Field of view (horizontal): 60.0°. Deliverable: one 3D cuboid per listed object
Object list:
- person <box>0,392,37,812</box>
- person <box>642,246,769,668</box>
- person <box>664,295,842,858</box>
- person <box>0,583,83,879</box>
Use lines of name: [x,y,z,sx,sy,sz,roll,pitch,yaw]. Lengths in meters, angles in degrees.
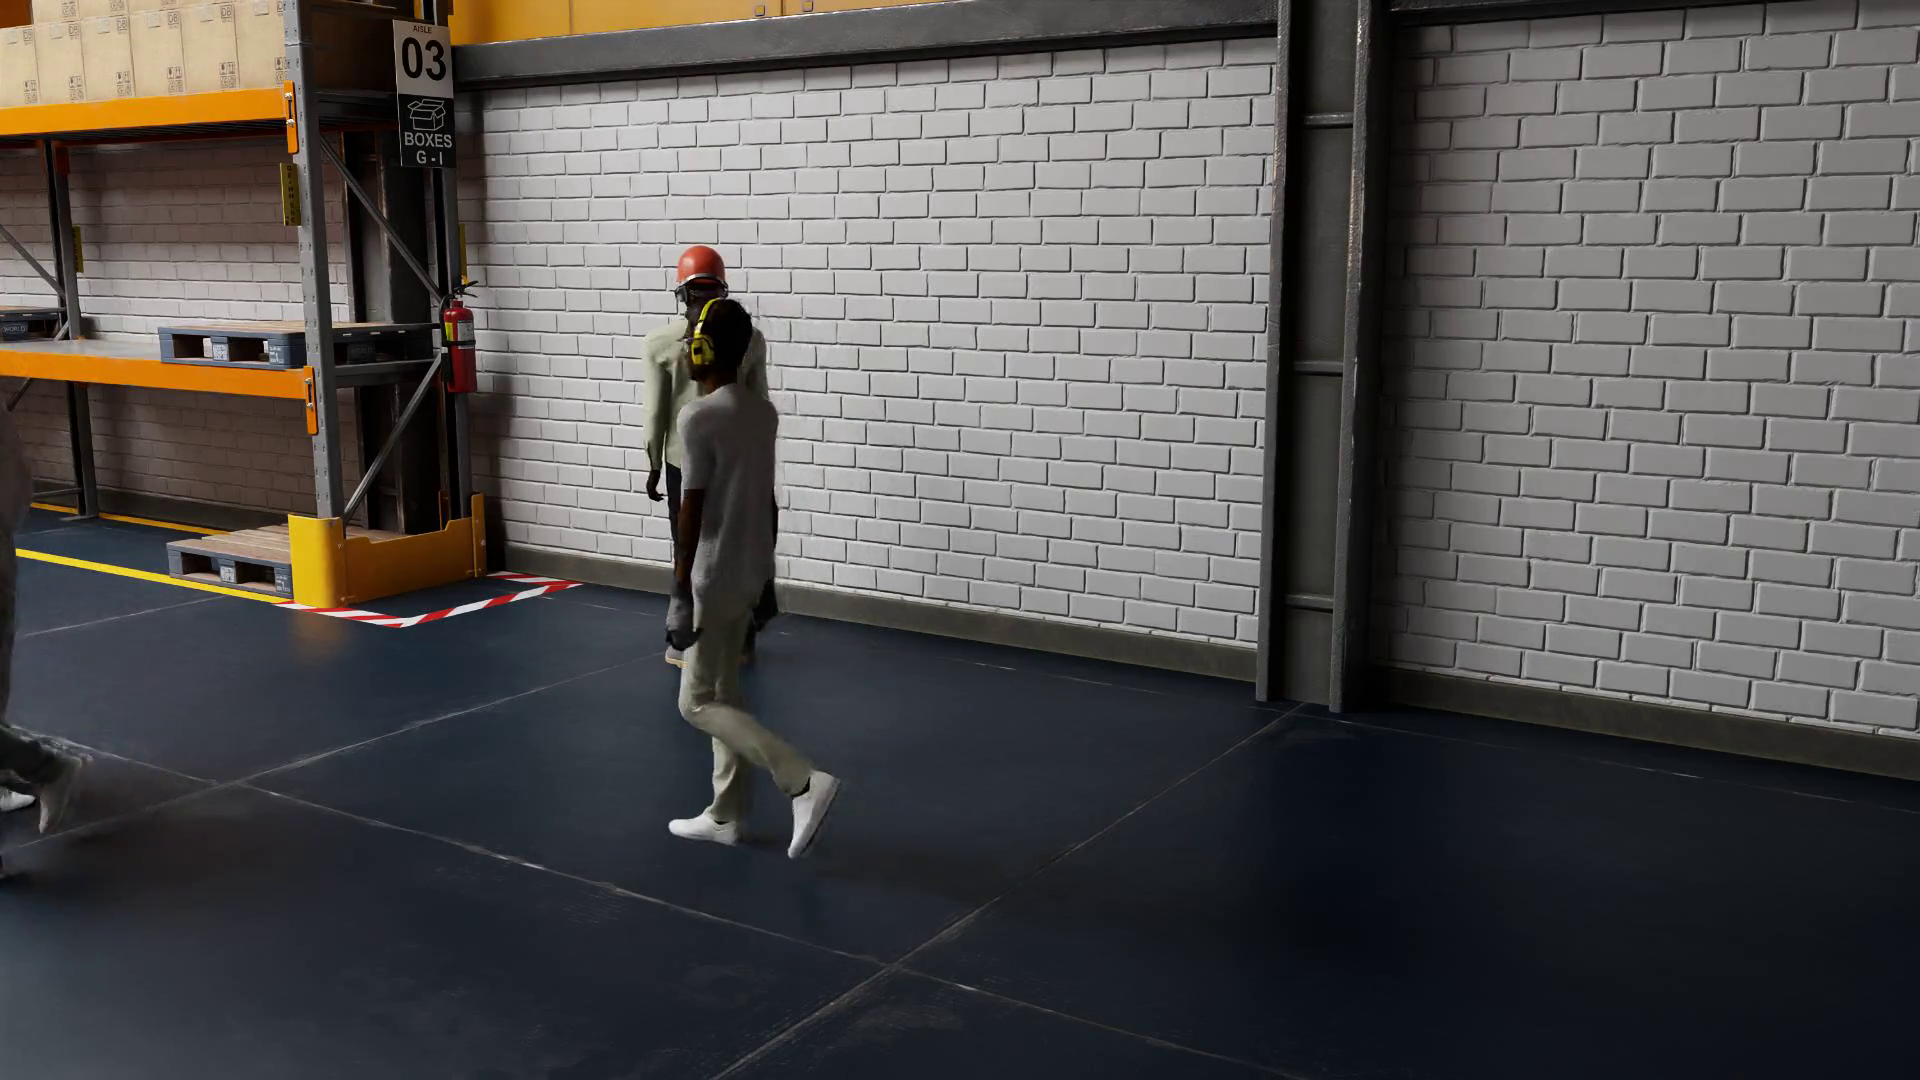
person: [-3.507,0.023,5.916,0.403,1.897,0.652,-3,11,-15]
person: [-1.204,-0.378,7.895,0.621,1.992,0.425,-5,11,-24]
person: [-0.708,0.146,5.372,0.629,1.844,0.531,4,11,22]
person: [-3.101,0.234,5.235,0.499,1.724,0.526,7,12,34]
